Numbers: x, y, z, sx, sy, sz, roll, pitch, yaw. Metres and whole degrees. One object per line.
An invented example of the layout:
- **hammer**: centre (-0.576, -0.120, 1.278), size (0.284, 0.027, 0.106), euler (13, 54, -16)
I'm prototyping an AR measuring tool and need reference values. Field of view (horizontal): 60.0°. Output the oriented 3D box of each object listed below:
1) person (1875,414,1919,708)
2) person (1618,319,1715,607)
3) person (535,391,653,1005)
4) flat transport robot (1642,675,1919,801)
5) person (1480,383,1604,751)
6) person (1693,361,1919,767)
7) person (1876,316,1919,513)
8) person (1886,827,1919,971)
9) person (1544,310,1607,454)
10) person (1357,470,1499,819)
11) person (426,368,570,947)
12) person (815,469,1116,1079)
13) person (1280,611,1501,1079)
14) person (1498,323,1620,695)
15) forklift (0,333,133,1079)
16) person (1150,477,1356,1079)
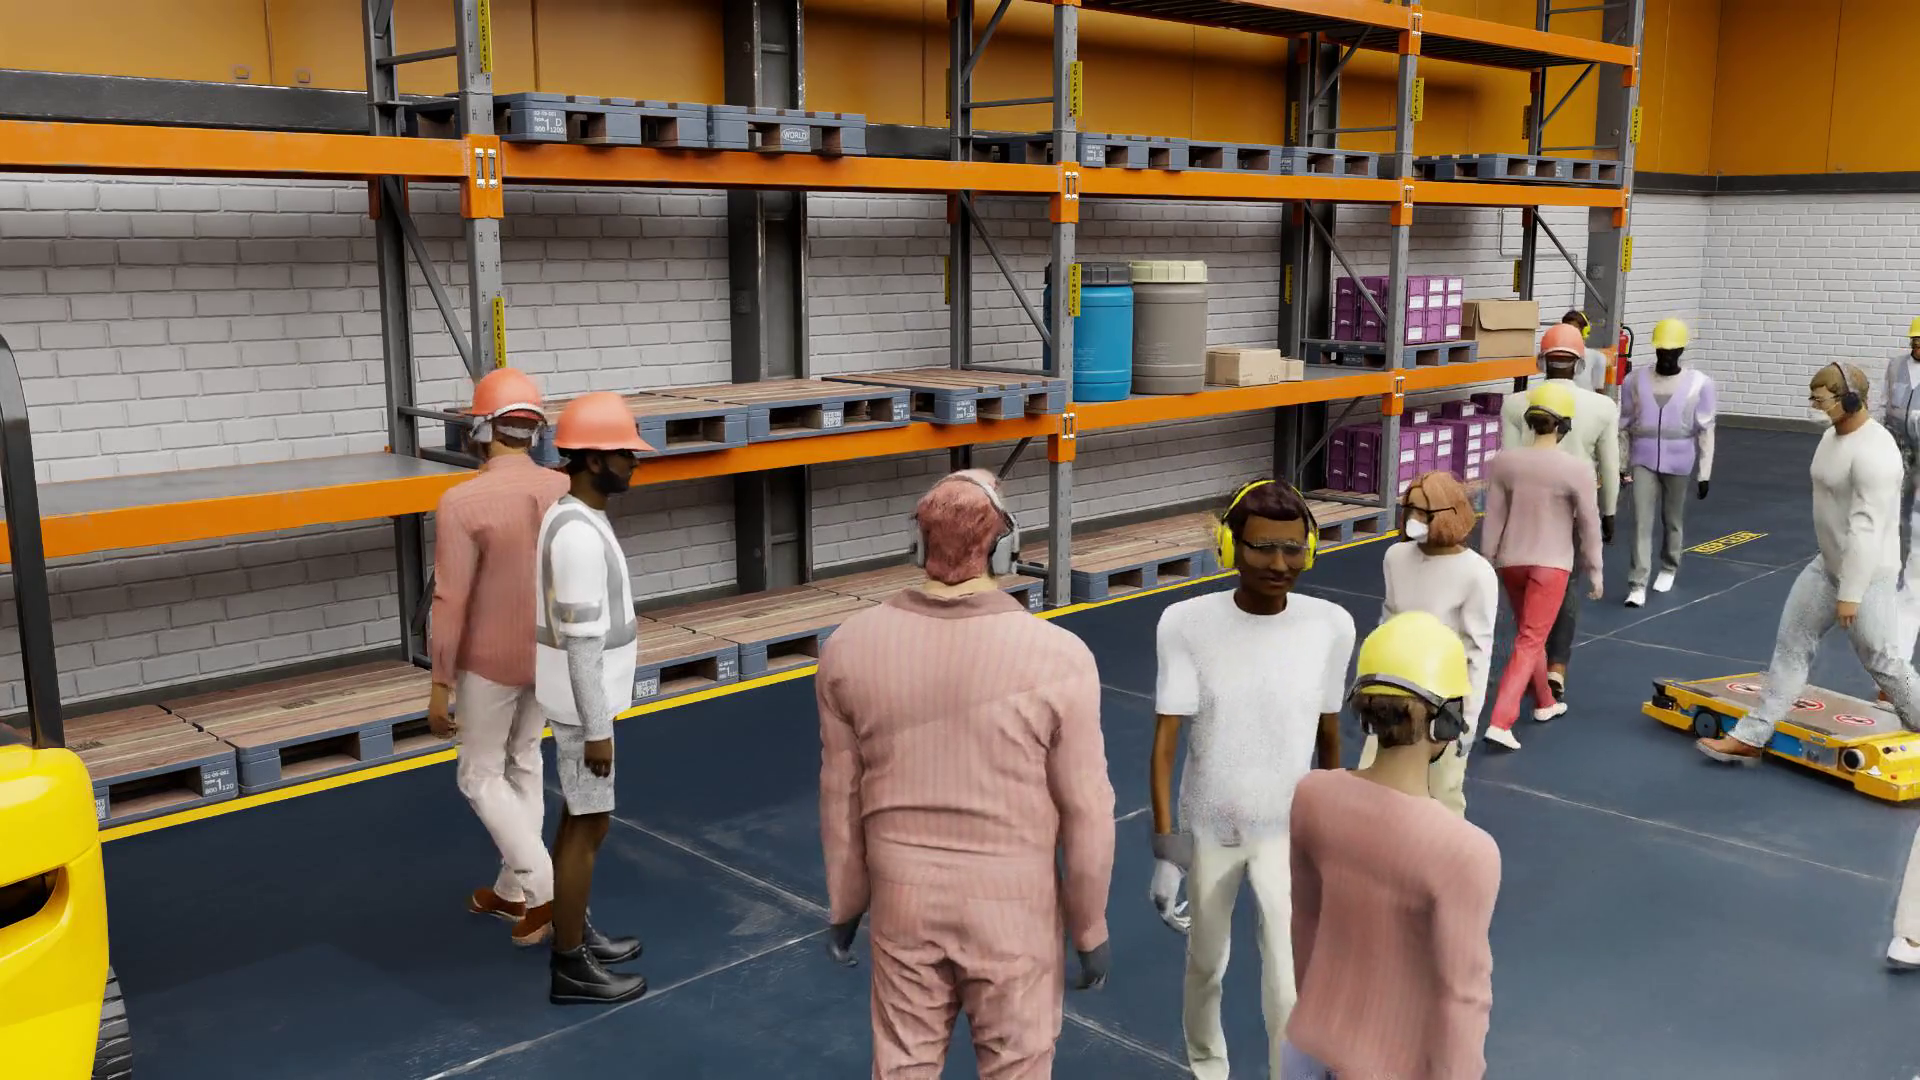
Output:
- **person**: centre (5.107, -0.045, 8.416), size (0.946, 1.835, 0.591), euler (-3, 11, -15)
- **person**: centre (4.643, -0.516, 10.971), size (0.611, 1.871, 0.991), euler (6, 12, 30)
- **person**: centre (-1.140, 0.495, 5.253), size (0.388, 1.930, 0.546), euler (-2, 11, -13)
- **flat transport robot**: centre (3.961, 0.870, 7.728), size (0.652, 0.197, 1.431), euler (-4, 11, -22)
- **person**: centre (2.736, 0.116, 7.891), size (0.927, 1.720, 0.543), euler (-10, 14, -42)
- **person**: centre (3.920, 0.140, 7.348), size (1.057, 1.875, 0.660), euler (1, 10, 7)
- **person**: centre (7.088, -0.755, 12.328), size (0.404, 1.835, 0.590), euler (-8, 13, -38)
- **person**: centre (3.403, 0.628, 5.437), size (0.814, 1.587, 0.522), euler (-5, 12, -25)
- **person**: centre (4.880, -0.919, 13.244), size (0.932, 1.836, 0.535), euler (-10, 14, -42)
- **person**: centre (1.590, 0.563, 5.710), size (0.407, 1.615, 0.522), euler (-7, 12, -33)
- **person**: centre (-1.510, 0.417, 5.653), size (0.664, 1.967, 0.673), euler (7, 13, 34)
- **person**: centre (0.011, 0.792, 3.708), size (0.684, 1.904, 0.401), euler (4, 11, 19)
- **person**: centre (0.811, 0.984, 3.187), size (0.924, 1.710, 0.529), euler (-6, 12, -30)
- **person**: centre (3.182, -0.178, 8.881), size (0.633, 1.950, 1.022), euler (3, 11, 18)
- **forklift**: centre (-3.289, 0.485, 4.582), size (1.214, 2.155, 2.313), euler (-10, 14, -44)
- **person**: centre (0.709, 0.763, 4.070), size (0.495, 1.829, 0.961), euler (1, 10, 5)
